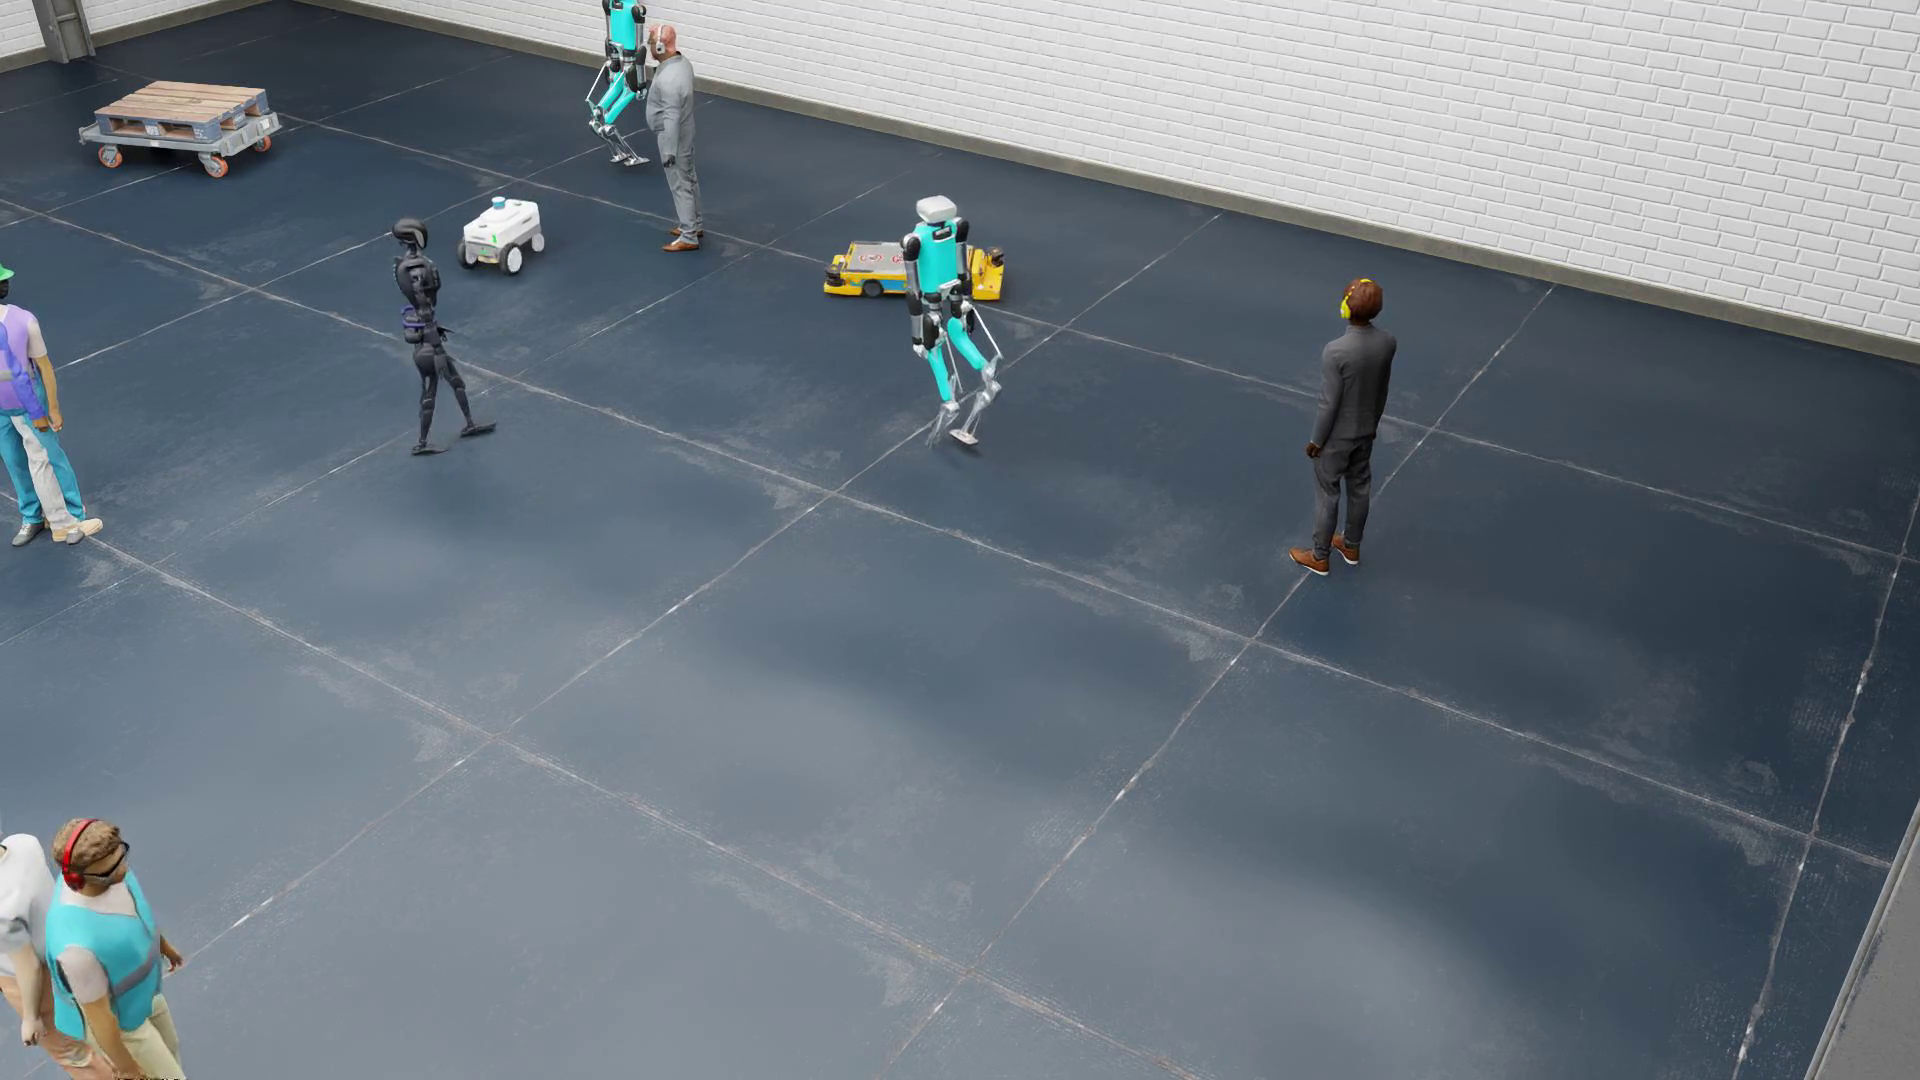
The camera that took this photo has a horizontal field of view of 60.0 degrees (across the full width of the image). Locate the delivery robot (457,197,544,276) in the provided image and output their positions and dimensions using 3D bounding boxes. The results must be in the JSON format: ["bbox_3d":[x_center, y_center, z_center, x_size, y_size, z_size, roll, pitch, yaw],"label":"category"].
[{"bbox_3d":[-3.859,-2.575,14.011,0.499,0.609,0.807,11,34,17],"label":"delivery robot"}]

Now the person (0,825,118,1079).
[{"bbox_3d":[-3.488,1.650,6.322,0.304,1.743,0.488,-8,34,-13],"label":"person"}]

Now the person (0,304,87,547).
[{"bbox_3d":[-5.723,-0.820,10.071,0.567,1.849,0.386,-1,33,-2],"label":"person"}]

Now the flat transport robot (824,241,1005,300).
[{"bbox_3d":[-0.366,-2.215,13.703,1.431,0.231,0.659,3,33,4],"label":"flat transport robot"}]

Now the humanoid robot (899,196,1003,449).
[{"bbox_3d":[0.011,-1.321,10.992,0.540,1.811,0.756,-26,41,-34],"label":"humanoid robot"}]

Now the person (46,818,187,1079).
[{"bbox_3d":[-3.069,1.711,6.150,0.446,1.829,0.663,-8,34,-12],"label":"person"}]

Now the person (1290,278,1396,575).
[{"bbox_3d":[2.268,-0.656,9.793,0.504,1.873,0.341,-16,36,-23],"label":"person"}]

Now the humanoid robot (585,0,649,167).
[{"bbox_3d":[-3.248,-4.296,15.460,0.533,1.677,0.735,25,40,33],"label":"humanoid robot"}]

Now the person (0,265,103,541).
[{"bbox_3d":[-5.698,-0.859,10.112,0.340,1.873,0.461,-28,42,-36],"label":"person"}]

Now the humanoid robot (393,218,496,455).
[{"bbox_3d":[-3.500,-1.363,11.081,0.605,1.639,0.600,-10,34,-16],"label":"humanoid robot"}]

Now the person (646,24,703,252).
[{"bbox_3d":[-2.420,-3.379,14.002,0.405,1.905,0.651,2,33,3],"label":"person"}]
